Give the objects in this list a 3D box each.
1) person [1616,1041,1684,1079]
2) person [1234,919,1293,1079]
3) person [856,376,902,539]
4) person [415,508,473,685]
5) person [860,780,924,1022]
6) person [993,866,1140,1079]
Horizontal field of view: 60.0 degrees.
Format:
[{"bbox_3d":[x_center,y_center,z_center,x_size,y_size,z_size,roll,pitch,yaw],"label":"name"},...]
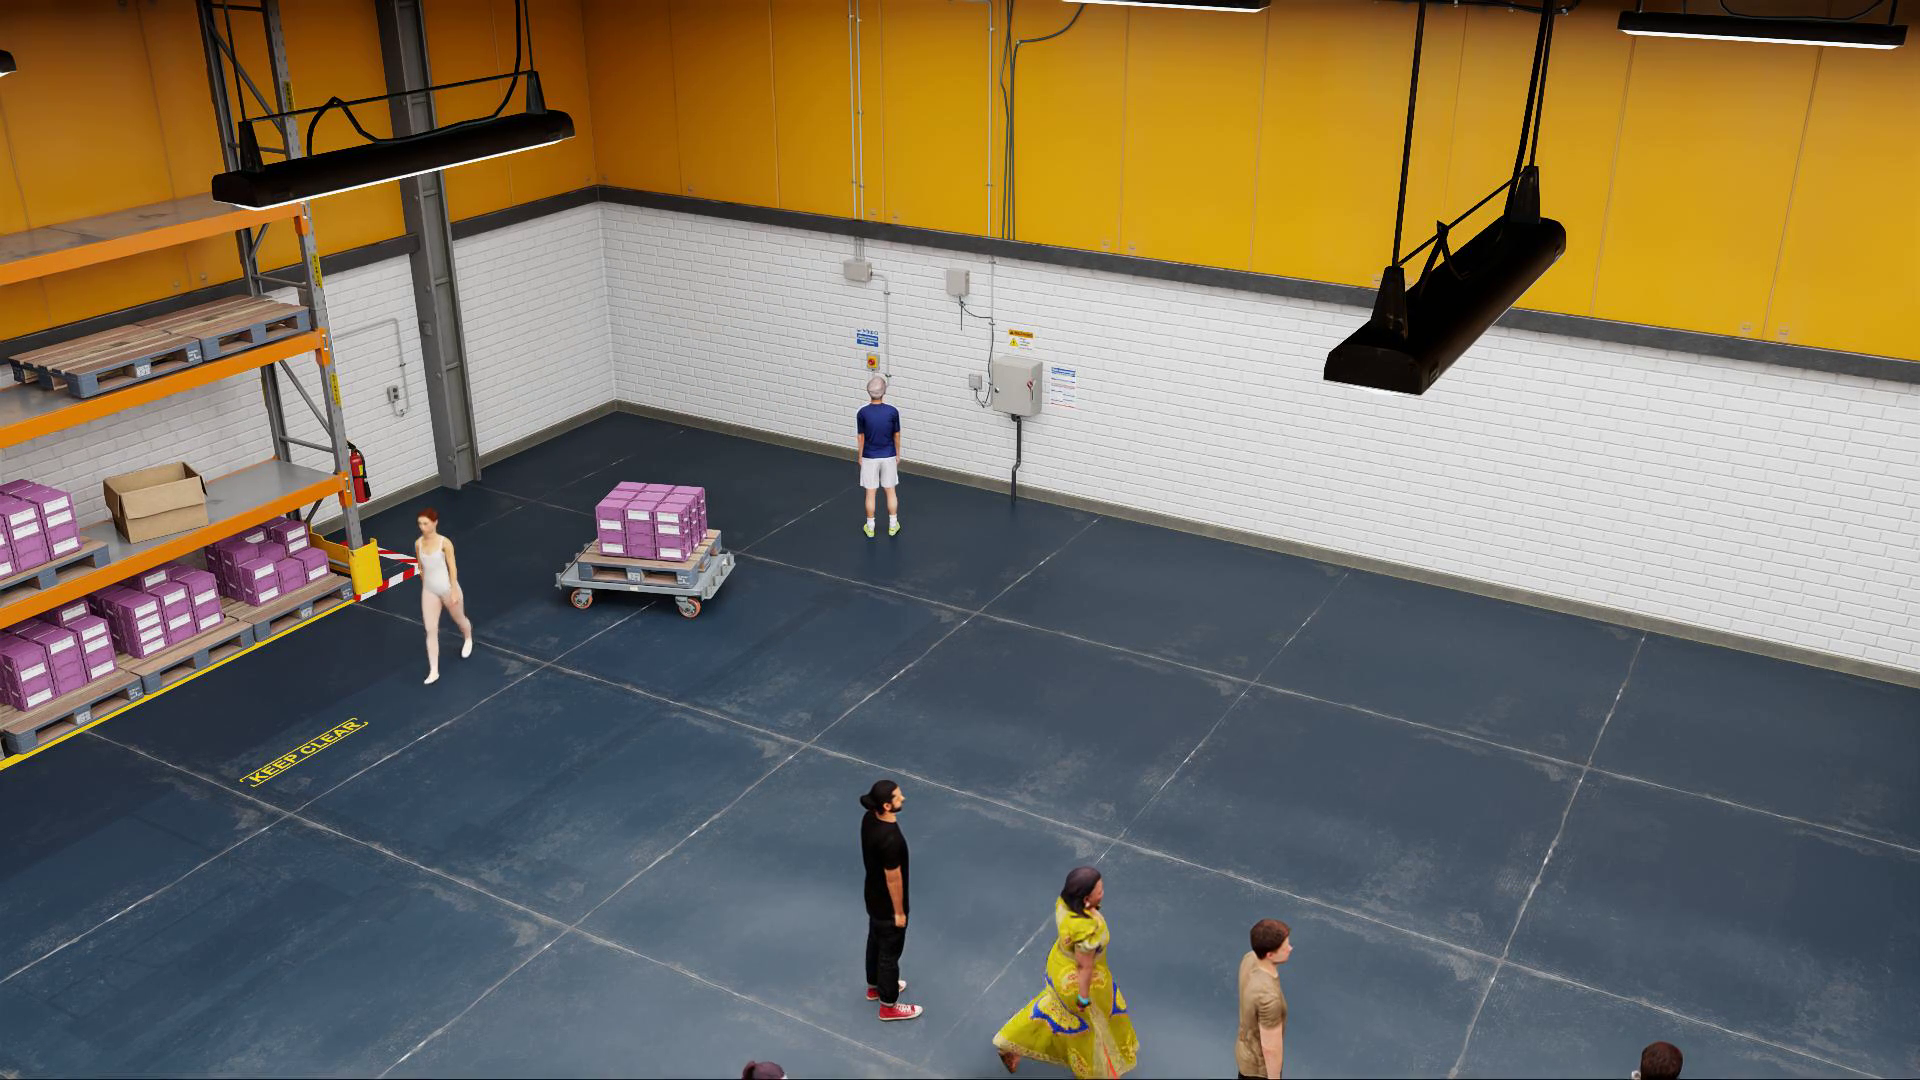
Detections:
[{"bbox_3d":[3.449,3.358,8.549,0.698,1.851,0.599,17,29,33],"label":"person"},{"bbox_3d":[1.702,2.944,9.493,0.808,1.852,0.703,-2,24,-4],"label":"person"},{"bbox_3d":[-0.893,-0.924,18.359,0.725,1.839,0.762,-3,24,-8],"label":"person"},{"bbox_3d":[-4.787,0.458,15.491,0.858,1.604,1.124,2,24,6],"label":"person"},{"bbox_3d":[-0.494,2.352,10.966,0.764,1.758,0.720,-9,25,-19],"label":"person"},{"bbox_3d":[0.647,2.723,10.269,1.319,1.635,1.248,-6,24,-14],"label":"person"}]
